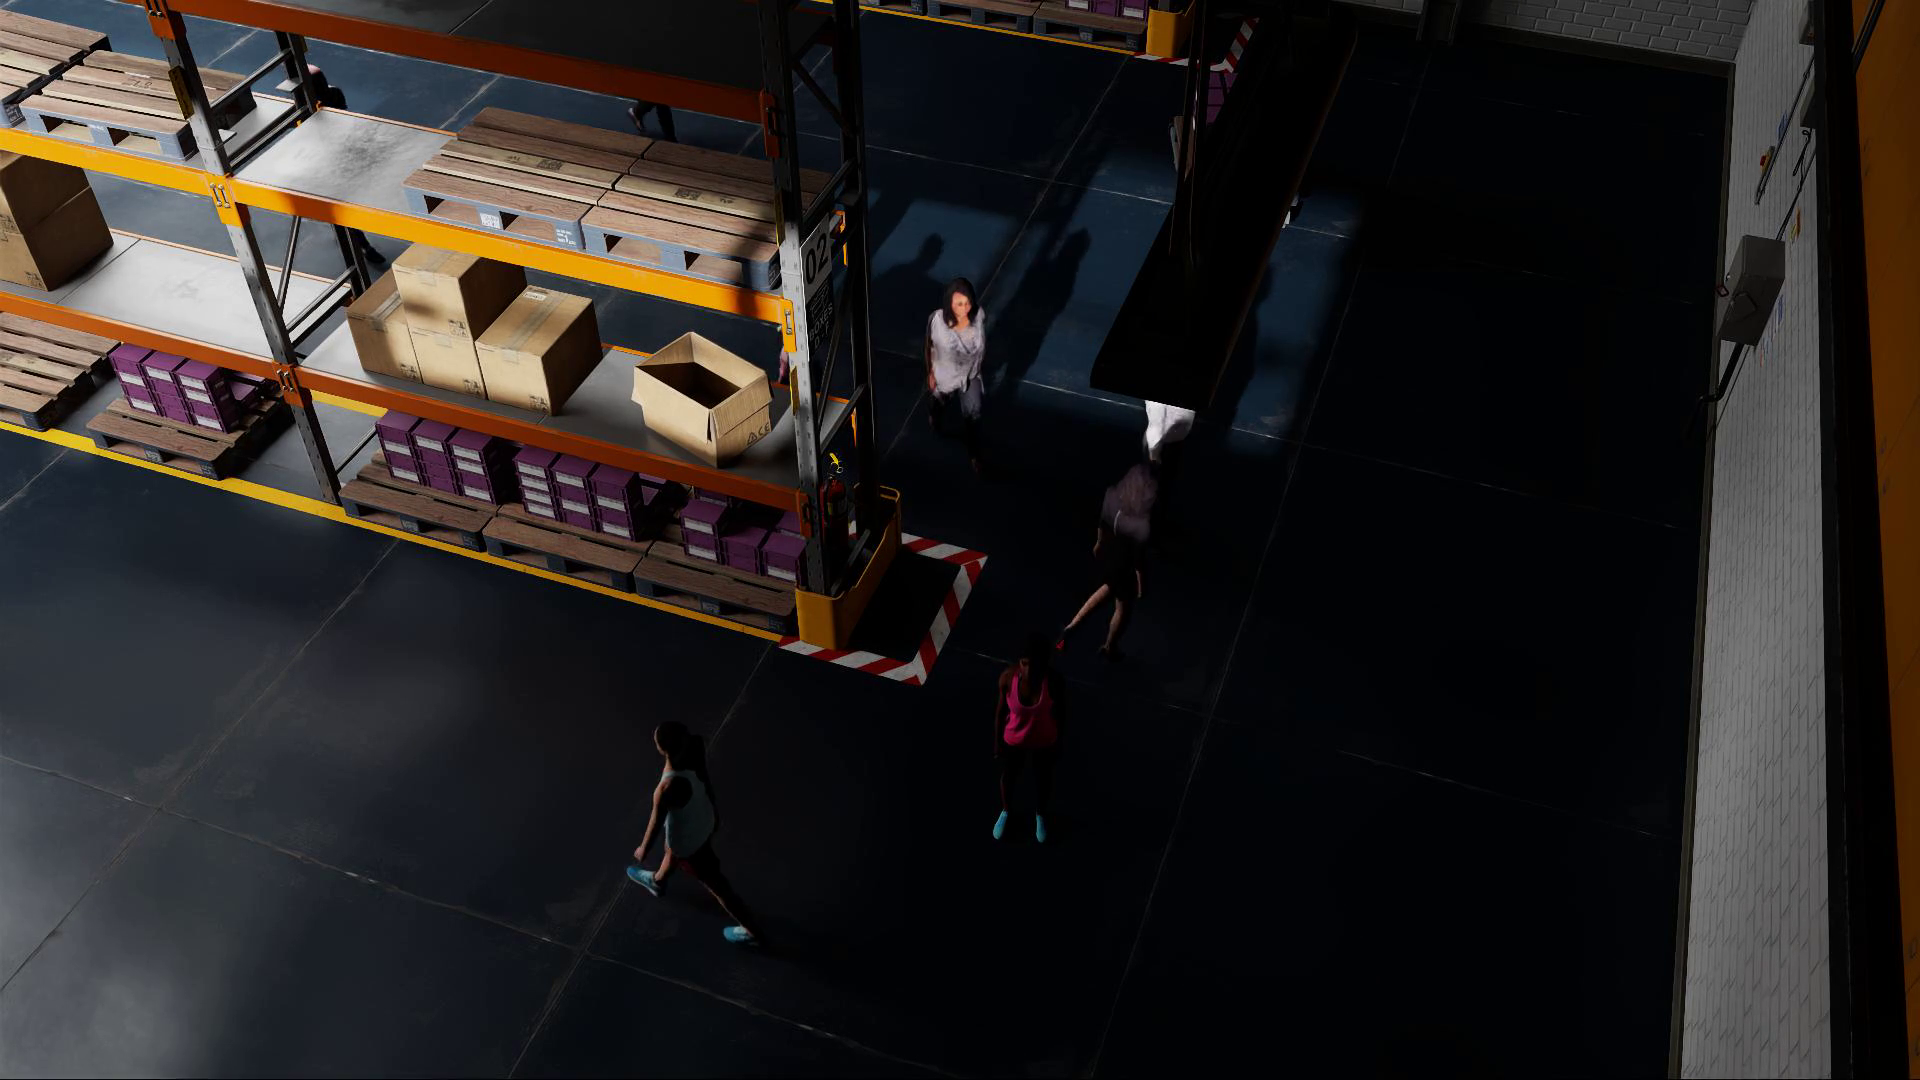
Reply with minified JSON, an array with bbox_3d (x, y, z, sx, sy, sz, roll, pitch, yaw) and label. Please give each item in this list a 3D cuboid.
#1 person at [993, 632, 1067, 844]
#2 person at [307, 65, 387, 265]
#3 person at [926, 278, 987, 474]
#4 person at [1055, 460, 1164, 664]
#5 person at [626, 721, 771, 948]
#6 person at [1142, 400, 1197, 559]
[{"bbox_3d":[0.413,1.149,9.730,0.553,1.723,0.676,5,44,5],"label":"person"},{"bbox_3d":[-5.412,-3.258,14.288,1.091,1.816,0.774,21,48,21],"label":"person"},{"bbox_3d":[-0.049,-1.329,12.434,1.060,1.581,1.073,-13,45,-13],"label":"person"},{"bbox_3d":[0.941,0.227,10.658,0.962,1.777,0.917,-25,49,-24],"label":"person"},{"bbox_3d":[-1.413,1.676,9.183,1.187,1.713,0.597,14,45,15],"label":"person"},{"bbox_3d":[1.431,-0.692,11.592,0.607,1.820,0.682,21,47,20],"label":"person"}]
